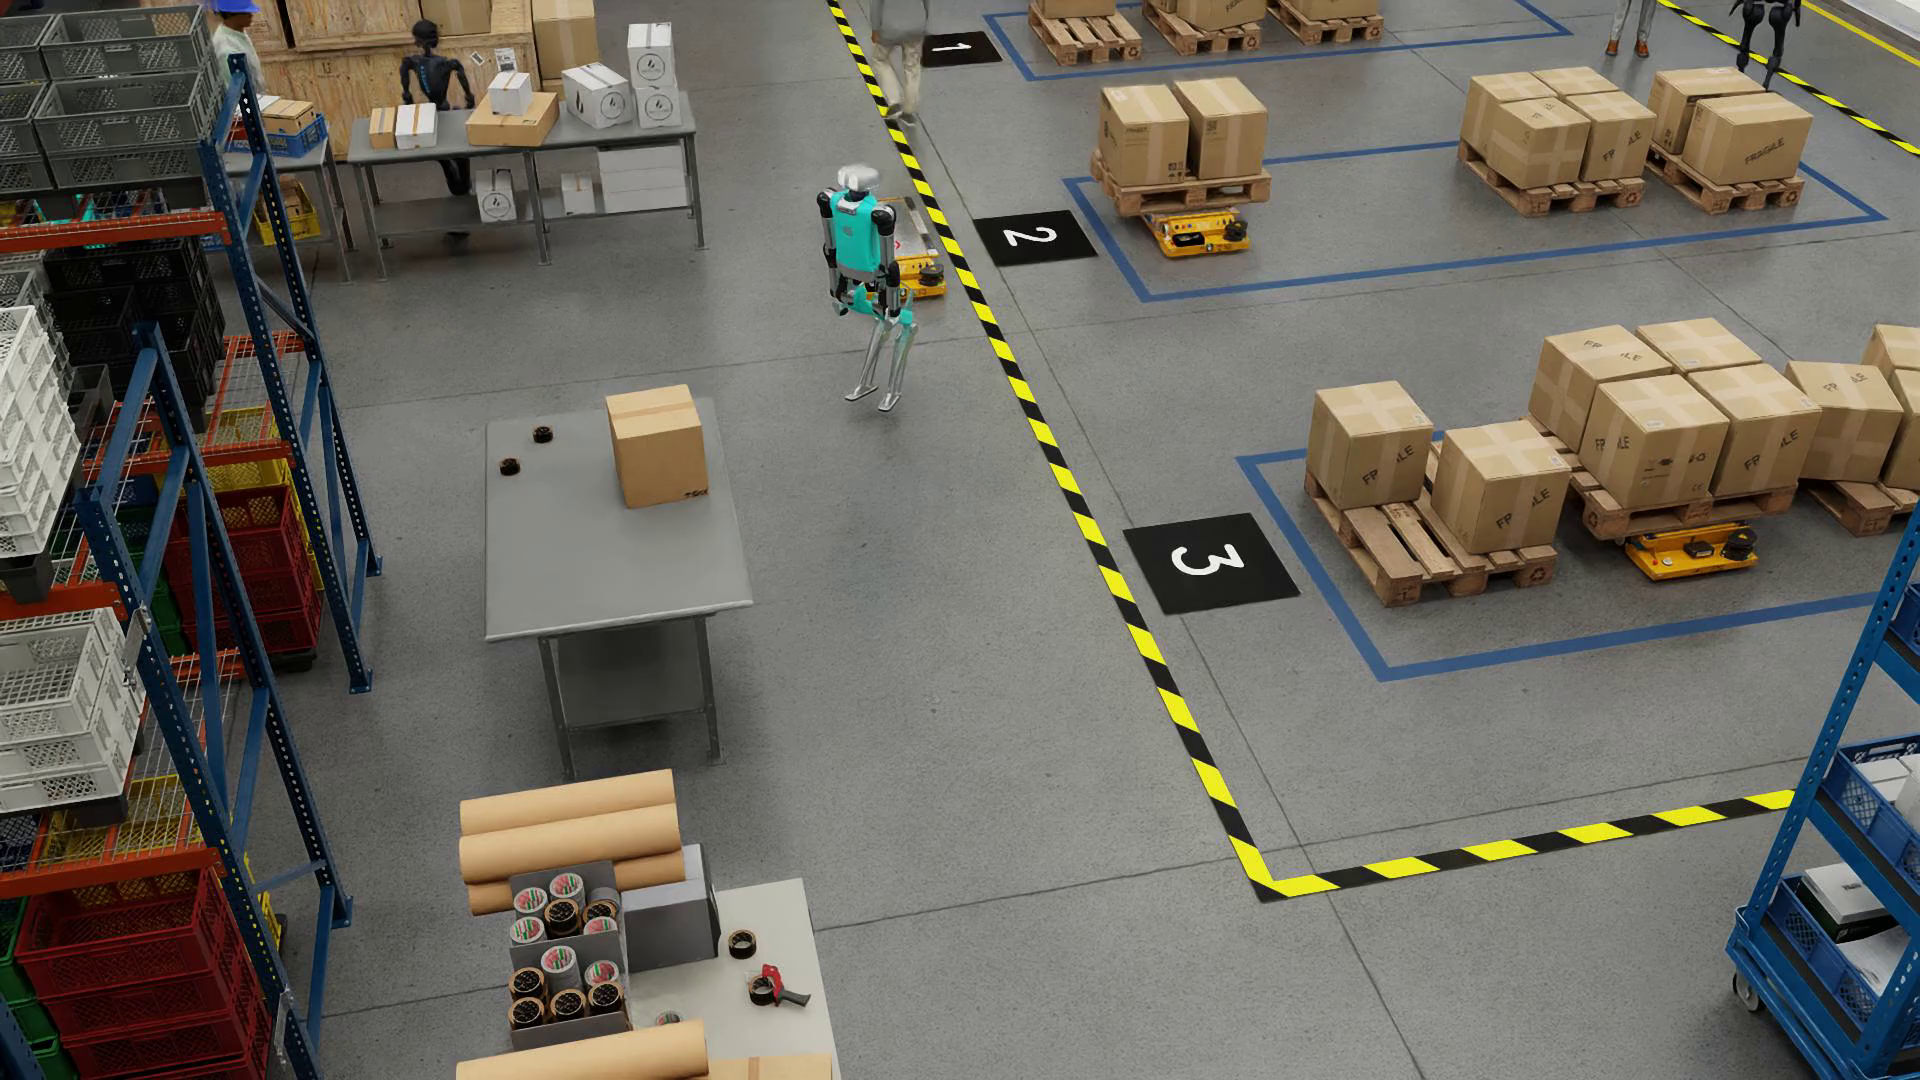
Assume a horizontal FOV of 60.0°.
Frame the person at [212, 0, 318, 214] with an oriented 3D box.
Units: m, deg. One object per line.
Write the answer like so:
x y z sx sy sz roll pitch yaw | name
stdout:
-5.282 -3.220 12.501 0.692 1.917 0.686 -8 37 -11 | person

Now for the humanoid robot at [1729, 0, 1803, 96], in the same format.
7.200 -4.772 14.792 0.606 1.647 0.463 16 39 20 | humanoid robot

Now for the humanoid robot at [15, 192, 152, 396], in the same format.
-5.266 -1.406 10.130 0.531 1.689 0.737 -14 39 -18 | humanoid robot

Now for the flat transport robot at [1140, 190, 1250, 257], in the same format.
1.729 -2.659 13.104 0.652 0.197 1.431 -8 37 -10 | flat transport robot

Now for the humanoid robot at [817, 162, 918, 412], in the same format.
-0.487 -1.622 10.393 0.533 1.675 0.735 21 41 26 | humanoid robot

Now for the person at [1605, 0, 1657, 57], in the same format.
6.472 -5.482 15.569 0.587 1.884 0.361 6 37 9 | person

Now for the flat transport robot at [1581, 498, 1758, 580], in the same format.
4.062 -0.294 9.926 0.652 0.197 1.431 -8 37 -10 | flat transport robot

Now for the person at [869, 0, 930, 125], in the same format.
-0.513 -4.413 14.230 0.591 1.754 0.443 -17 40 -21 | person

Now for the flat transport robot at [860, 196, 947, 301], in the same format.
-0.570 -2.220 12.538 0.659 0.231 1.431 -8 37 -10 | flat transport robot

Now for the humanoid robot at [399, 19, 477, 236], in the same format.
-3.893 -3.110 12.580 0.615 1.643 0.581 6 37 8 | humanoid robot
